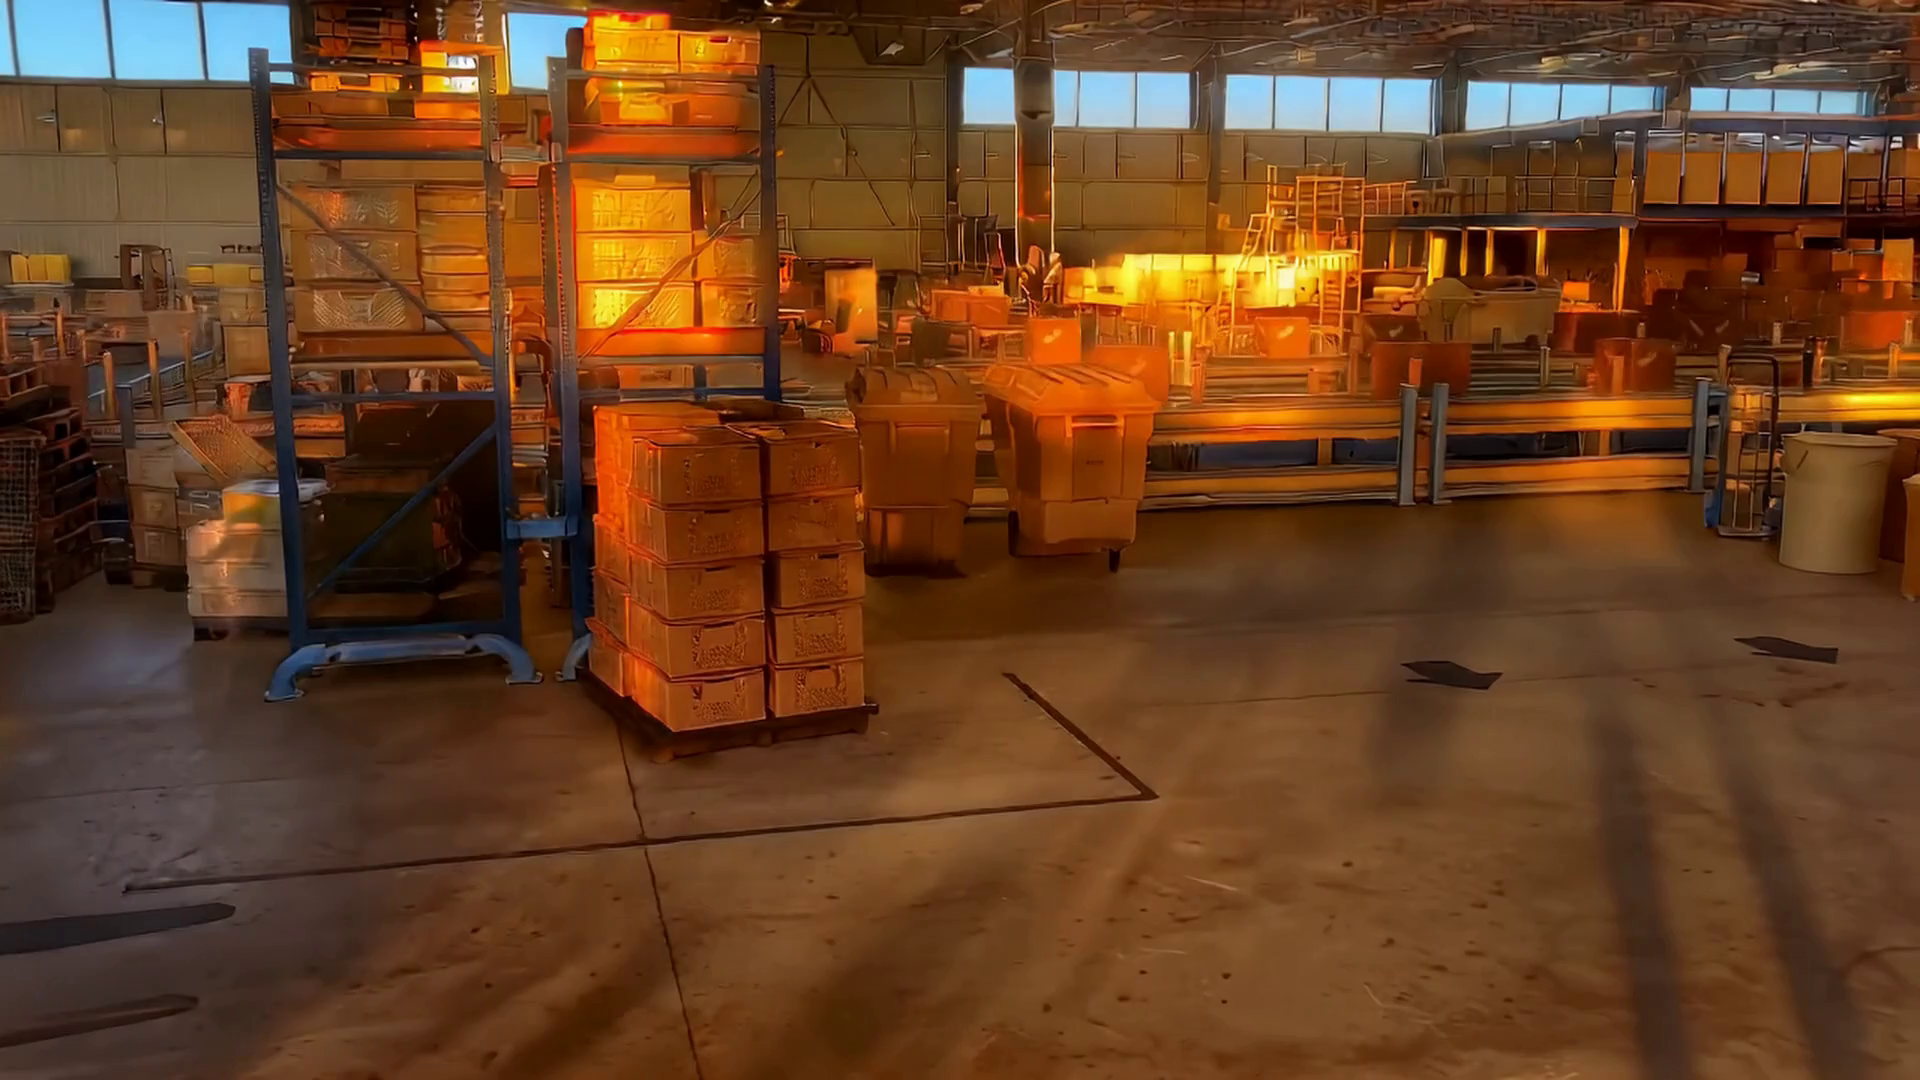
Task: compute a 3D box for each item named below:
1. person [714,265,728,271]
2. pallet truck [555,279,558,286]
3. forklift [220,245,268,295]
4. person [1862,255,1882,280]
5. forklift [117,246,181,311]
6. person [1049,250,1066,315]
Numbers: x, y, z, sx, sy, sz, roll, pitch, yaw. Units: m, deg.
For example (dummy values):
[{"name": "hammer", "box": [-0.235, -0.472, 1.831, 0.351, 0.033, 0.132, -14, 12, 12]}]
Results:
[{"name": "person", "box": [-6.381, -6.653, 44.492, 0.956, 1.871, 0.636, -9, 14, -43]}, {"name": "pallet truck", "box": [-10.604, -6.375, 44.520, 0.653, 1.274, 1.630, -3, 10, -15]}, {"name": "forklift", "box": [-17.749, -6.334, 41.440, 1.157, 1.987, 2.680, -3, 10, -17]}, {"name": "person", "box": [28.006, -7.820, 51.060, 0.572, 1.883, 0.355, 9, 13, 40]}, {"name": "forklift", "box": [-19.966, -6.232, 40.894, 1.157, 1.987, 2.680, -3, 10, -15]}, {"name": "person", "box": [2.288, -5.855, 39.490, 0.385, 2.040, 0.605, 3, 11, 18]}]
